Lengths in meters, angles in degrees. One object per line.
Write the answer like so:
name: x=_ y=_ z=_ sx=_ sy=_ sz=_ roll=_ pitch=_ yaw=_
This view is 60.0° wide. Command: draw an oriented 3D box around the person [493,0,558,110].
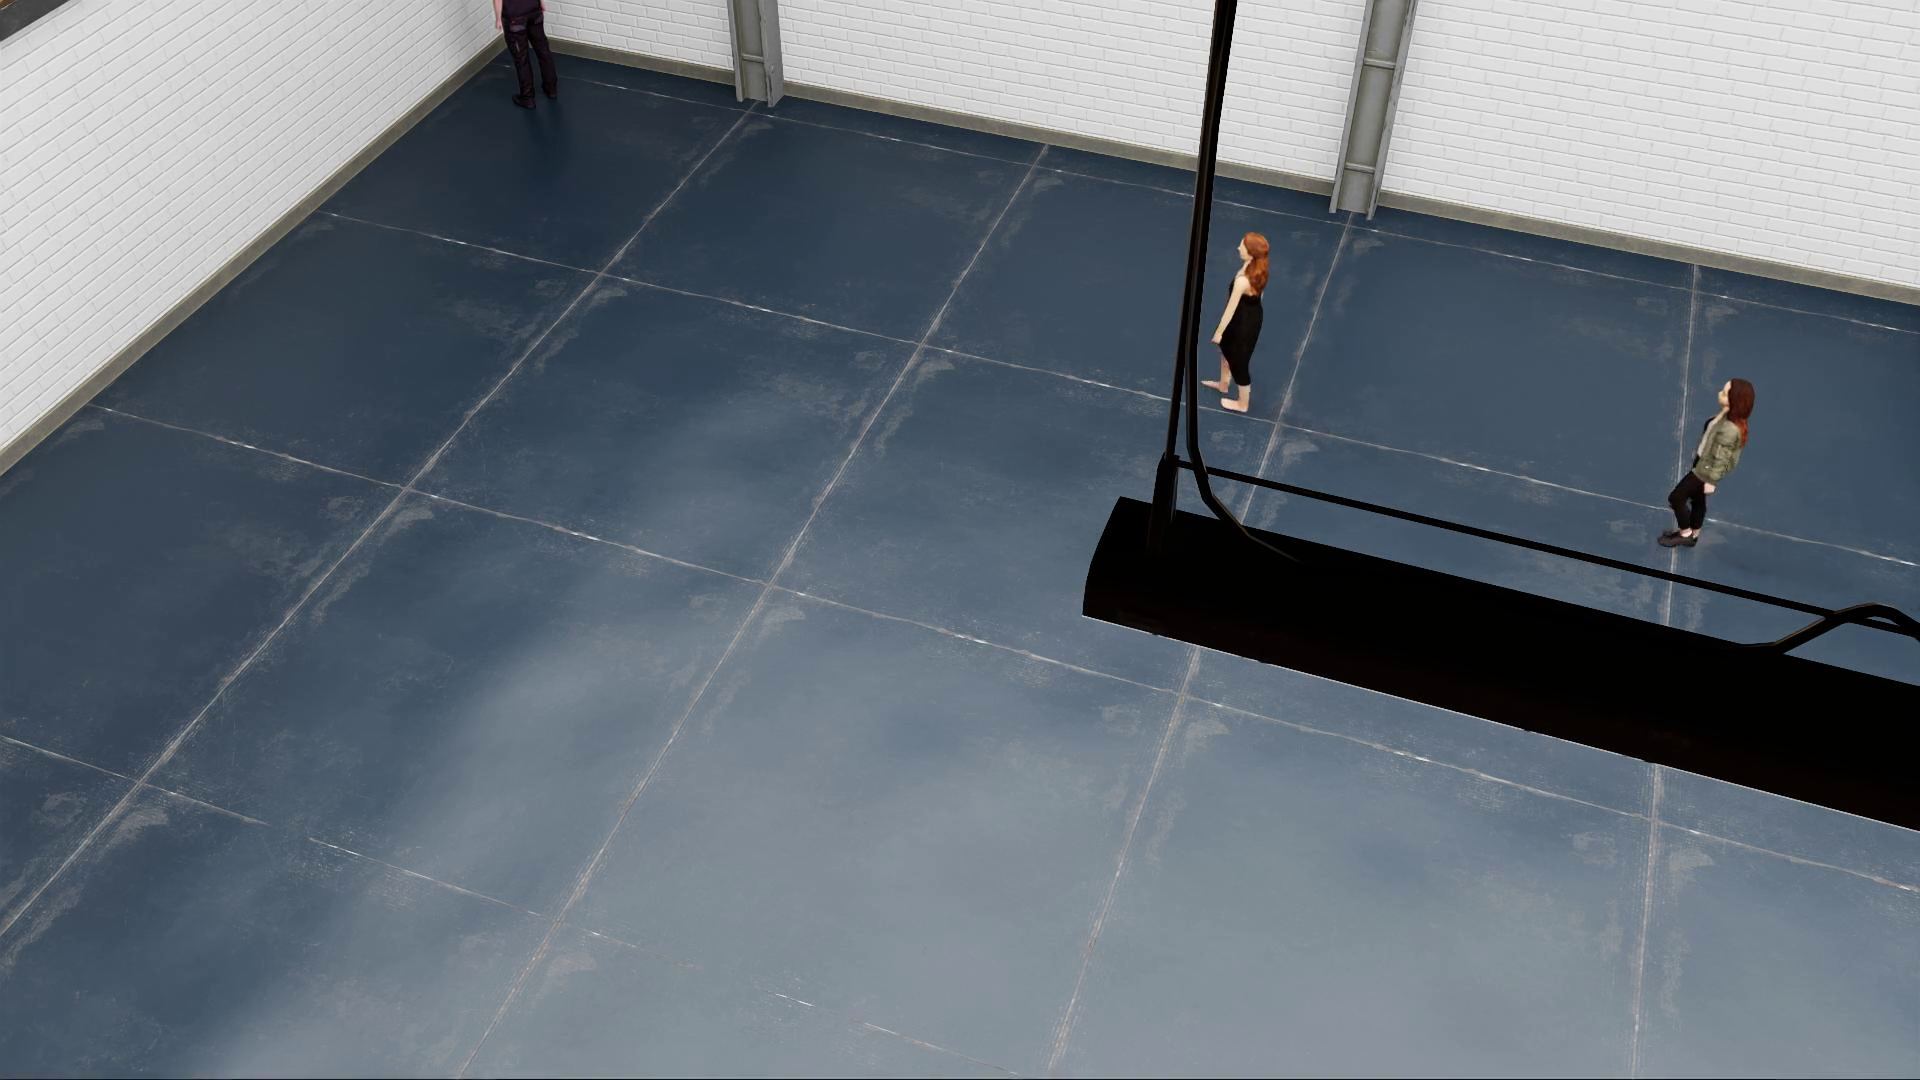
person: x=-4.247 y=-5.104 z=16.122 sx=0.793 sy=1.846 sz=0.761 roll=-34 pitch=53 yaw=-31

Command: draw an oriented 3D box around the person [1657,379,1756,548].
person: x=5.268 y=-0.491 z=11.555 sx=0.550 sy=1.466 sz=0.596 roll=15 pitch=46 yaw=15

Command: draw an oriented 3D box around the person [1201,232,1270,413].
person: x=2.220 y=-1.613 z=12.625 sx=0.752 sy=1.614 sz=0.675 roll=24 pitch=49 yaw=23
